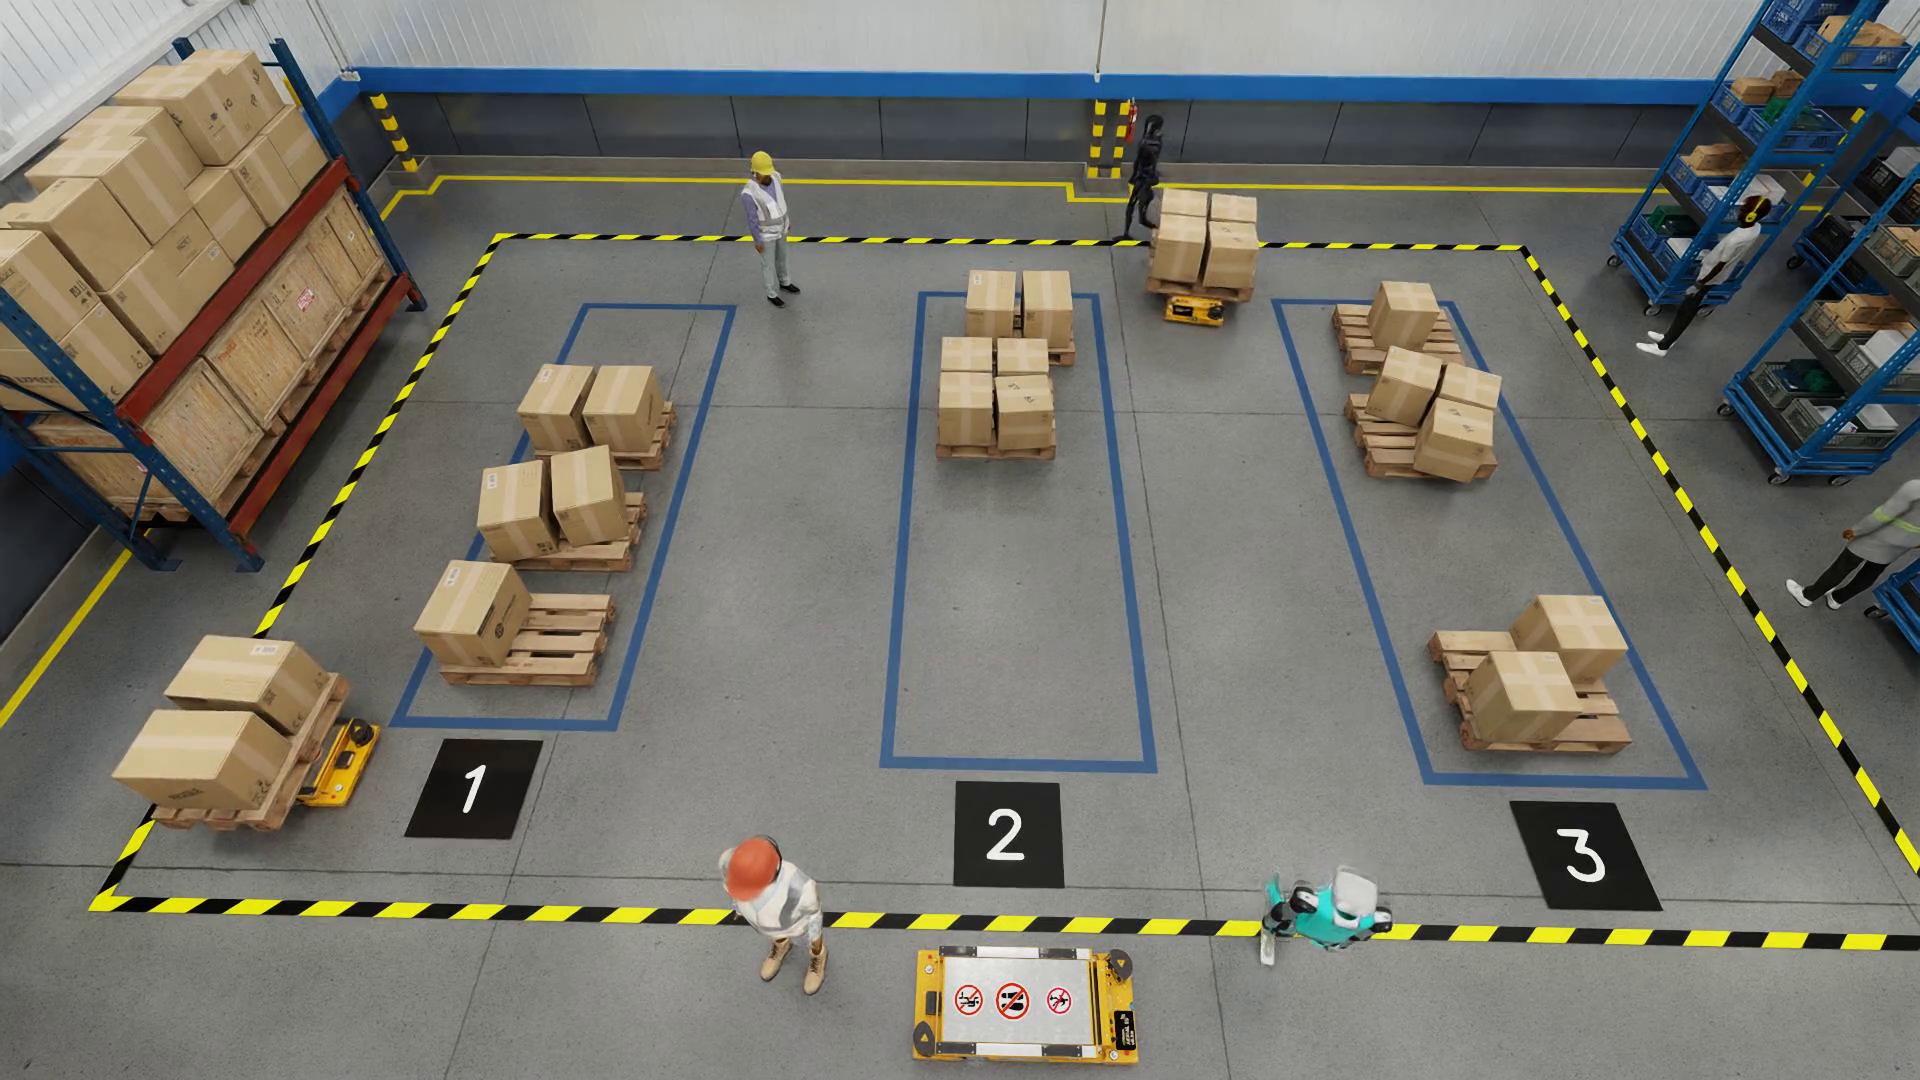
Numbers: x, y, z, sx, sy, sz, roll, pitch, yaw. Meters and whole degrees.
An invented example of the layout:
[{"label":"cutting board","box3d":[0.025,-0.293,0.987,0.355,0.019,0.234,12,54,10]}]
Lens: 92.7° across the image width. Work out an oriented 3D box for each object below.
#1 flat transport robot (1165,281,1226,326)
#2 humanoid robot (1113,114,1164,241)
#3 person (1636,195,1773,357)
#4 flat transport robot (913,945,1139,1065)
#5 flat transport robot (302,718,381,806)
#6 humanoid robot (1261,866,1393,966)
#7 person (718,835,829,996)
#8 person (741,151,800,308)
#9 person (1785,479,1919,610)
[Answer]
[{"label":"flat transport robot","box3d":[2.843,-3.120,11.012,0.652,0.197,1.431,8,51,7]},{"label":"humanoid robot","box3d":[2.298,-4.365,11.142,0.643,1.635,0.593,-7,51,-5]},{"label":"person","box3d":[7.911,-2.781,9.721,0.508,1.869,0.328,-33,58,-24]},{"label":"flat transport robot","box3d":[0.422,3.041,6.007,1.431,0.231,0.659,1,51,1]},{"label":"flat transport robot","box3d":[-5.355,1.698,7.084,1.431,0.197,0.652,1,51,1]},{"label":"humanoid robot","box3d":[2.154,2.297,5.741,0.540,1.898,0.725,11,52,9]},{"label":"person","box3d":[-1.097,2.261,5.497,0.606,2.048,0.366,14,52,11]},{"label":"person","box3d":[-2.115,-3.504,10.334,0.404,1.827,0.599,24,55,19]},{"label":"person","box3d":[7.645,-0.063,7.516,0.588,1.852,0.369,8,51,6]}]
